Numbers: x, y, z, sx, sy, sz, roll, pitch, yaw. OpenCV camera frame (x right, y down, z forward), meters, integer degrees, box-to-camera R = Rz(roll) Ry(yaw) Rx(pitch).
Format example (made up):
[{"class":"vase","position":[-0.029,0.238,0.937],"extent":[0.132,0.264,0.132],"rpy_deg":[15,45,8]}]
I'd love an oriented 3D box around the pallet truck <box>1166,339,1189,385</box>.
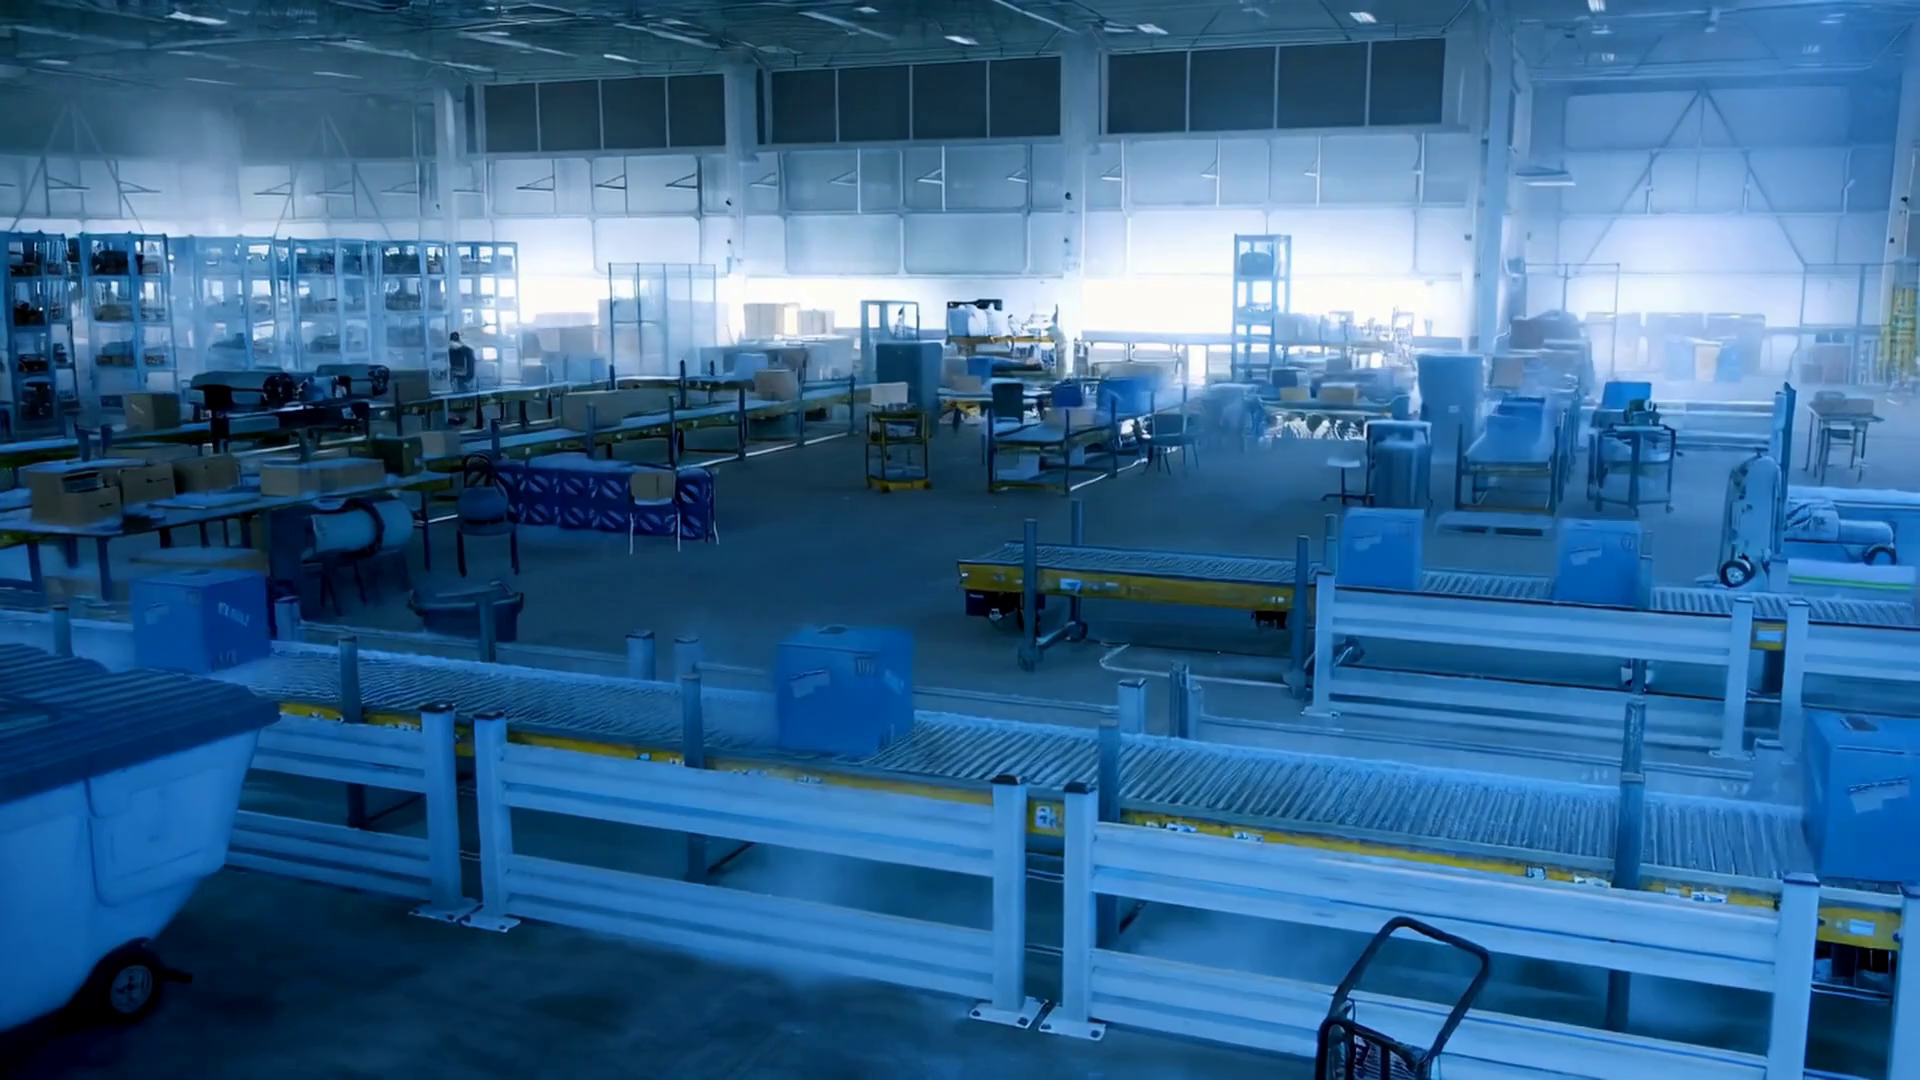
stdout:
[{"class":"pallet truck","position":[5.418,-4.269,40.420],"extent":[0.704,1.261,1.522],"rpy_deg":[3,10,20]}]

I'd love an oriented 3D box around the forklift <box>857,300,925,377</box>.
[{"class":"forklift","position":[-1.732,-5.109,42.468],"extent":[1.157,1.987,2.680],"rpy_deg":[4,10,22]}]

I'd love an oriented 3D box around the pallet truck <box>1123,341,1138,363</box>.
[{"class":"pallet truck","position":[4.445,-4.380,41.279],"extent":[0.680,1.201,1.601],"rpy_deg":[4,10,22]}]

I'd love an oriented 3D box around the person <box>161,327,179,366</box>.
[{"class":"person","position":[-18.013,-4.063,37.508],"extent":[0.451,1.845,0.753],"rpy_deg":[3,10,17]}]

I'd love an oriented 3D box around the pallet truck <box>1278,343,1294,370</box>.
[{"class":"pallet truck","position":[7.886,-4.163,39.743],"extent":[0.653,1.274,1.630],"rpy_deg":[4,10,22]}]

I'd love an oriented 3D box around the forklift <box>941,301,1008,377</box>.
[{"class":"forklift","position":[0.365,-4.966,41.571],"extent":[1.157,1.987,2.680],"rpy_deg":[3,10,20]}]

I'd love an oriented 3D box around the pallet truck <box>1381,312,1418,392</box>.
[{"class":"pallet truck","position":[10.207,-4.283,38.369],"extent":[0.823,1.965,1.885],"rpy_deg":[3,10,20]}]

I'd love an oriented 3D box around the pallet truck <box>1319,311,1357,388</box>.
[{"class":"pallet truck","position":[9.071,-4.419,39.190],"extent":[0.823,1.965,1.885],"rpy_deg":[5,10,26]}]

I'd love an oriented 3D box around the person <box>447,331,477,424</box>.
[{"class":"person","position":[-9.601,-3.145,32.087],"extent":[0.582,1.800,0.832],"rpy_deg":[2,10,10]}]
